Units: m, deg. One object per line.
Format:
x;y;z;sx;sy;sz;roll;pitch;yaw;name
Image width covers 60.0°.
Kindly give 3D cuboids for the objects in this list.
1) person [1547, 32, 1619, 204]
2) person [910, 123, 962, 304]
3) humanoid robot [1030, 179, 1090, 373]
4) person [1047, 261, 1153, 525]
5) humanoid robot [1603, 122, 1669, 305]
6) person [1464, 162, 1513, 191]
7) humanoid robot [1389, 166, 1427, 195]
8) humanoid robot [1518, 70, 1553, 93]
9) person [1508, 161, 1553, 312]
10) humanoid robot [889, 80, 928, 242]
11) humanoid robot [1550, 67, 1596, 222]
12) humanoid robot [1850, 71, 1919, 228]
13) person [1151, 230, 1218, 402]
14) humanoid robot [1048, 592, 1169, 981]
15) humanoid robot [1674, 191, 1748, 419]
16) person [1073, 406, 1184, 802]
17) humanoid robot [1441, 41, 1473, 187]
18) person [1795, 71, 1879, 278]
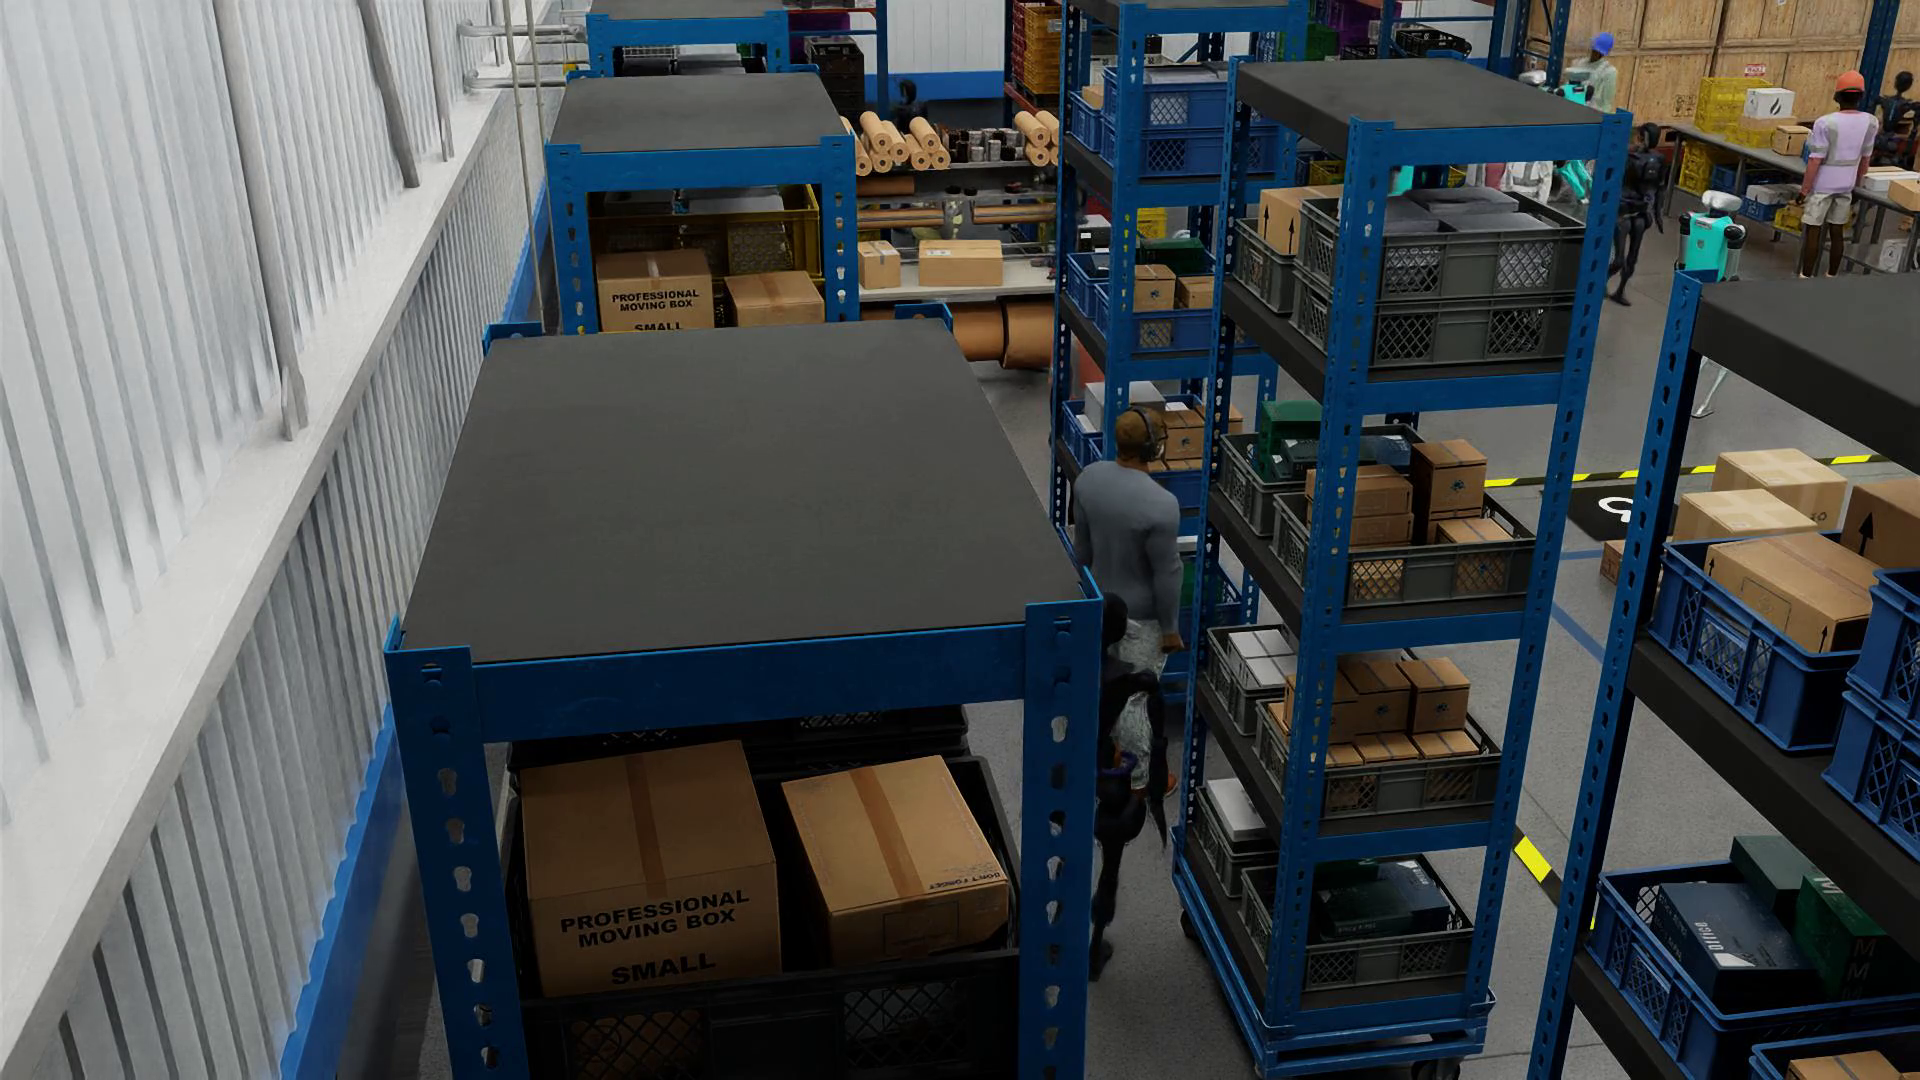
6.927;-4.654;18.459;0.408;1.910;0.670;-13;28;-26;person
-0.195;-2.574;14.011;0.430;1.845;0.619;-11;27;-22;person
0.847;-2.052;13.136;0.785;1.623;0.609;8;26;17;humanoid robot
0.816;-0.682;9.759;0.604;1.959;0.382;2;25;3;person
6.051;-2.937;14.986;0.586;1.654;0.379;-8;26;-17;humanoid robot
4.689;-2.941;14.831;0.403;1.824;0.593;-1;25;-2;person
3.608;-2.520;14.015;1.032;1.729;0.538;-12;28;-25;humanoid robot
5.629;-3.992;17.243;0.579;1.786;0.866;-17;30;-33;humanoid robot
4.964;-2.987;14.865;0.385;1.879;0.591;-14;28;-27;person
-0.462;-3.928;17.198;0.618;1.630;0.742;-22;32;-39;humanoid robot
6.320;-3.872;16.911;0.532;1.751;0.721;-13;28;-26;humanoid robot
9.712;-4.106;17.546;0.586;1.636;0.399;17;29;32;humanoid robot
1.411;-1.108;10.812;0.596;1.852;0.363;-4;25;-8;person
0.537;0.962;6.518;0.609;1.643;0.335;11;27;23;humanoid robot
5.563;-1.738;12.154;0.735;1.681;0.533;-12;27;-24;humanoid robot
0.775;0.304;7.640;0.371;1.940;0.627;-18;30;-34;person
5.773;-4.955;19.363;0.315;1.659;0.599;7;26;15;humanoid robot
7.973;-3.251;15.247;0.611;2.039;0.386;-3;25;-7;person
